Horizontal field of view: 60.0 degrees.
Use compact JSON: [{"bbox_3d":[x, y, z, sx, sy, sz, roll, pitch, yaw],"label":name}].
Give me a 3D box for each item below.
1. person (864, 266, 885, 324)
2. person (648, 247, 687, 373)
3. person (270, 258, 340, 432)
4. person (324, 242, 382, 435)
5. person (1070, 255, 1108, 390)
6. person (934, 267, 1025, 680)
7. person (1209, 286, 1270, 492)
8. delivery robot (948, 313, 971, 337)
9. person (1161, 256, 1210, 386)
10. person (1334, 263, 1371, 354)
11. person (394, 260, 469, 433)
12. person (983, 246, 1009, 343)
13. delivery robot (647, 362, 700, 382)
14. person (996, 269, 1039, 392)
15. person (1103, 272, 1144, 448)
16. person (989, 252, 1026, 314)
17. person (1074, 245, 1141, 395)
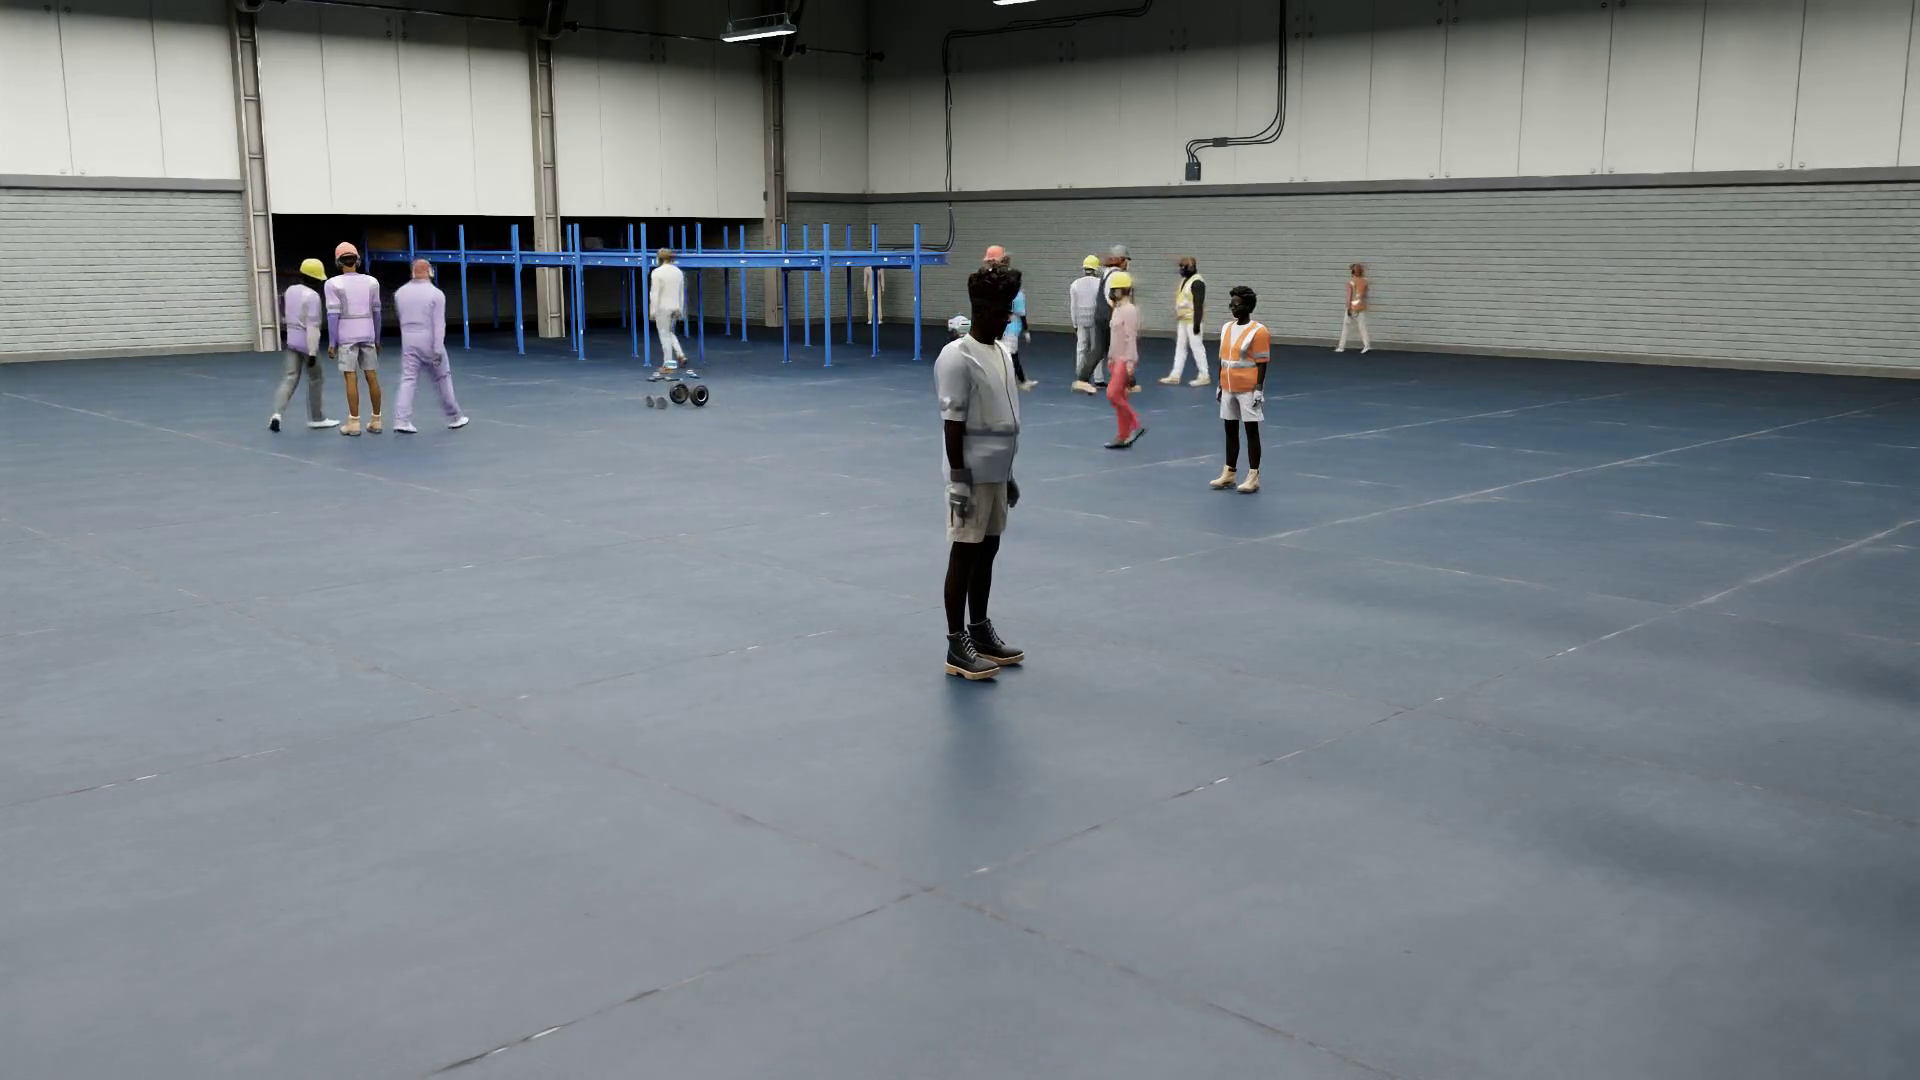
[{"bbox_3d":[-2.048,-5.970,39.691,0.508,1.632,0.264,-1,10,-4],"label":"person"},{"bbox_3d":[-4.543,-3.540,25.673,0.426,1.925,0.636,5,12,27],"label":"person"},{"bbox_3d":[-7.169,-2.111,18.027,0.665,1.866,0.802,6,12,32],"label":"person"},{"bbox_3d":[-6.478,-2.148,17.764,0.403,2.033,0.607,10,14,43],"label":"person"},{"bbox_3d":[1.817,-3.006,22.977,0.590,1.836,0.404,6,12,31],"label":"person"},{"bbox_3d":[0.111,-0.331,8.057,0.376,1.959,0.603,5,12,26],"label":"person"},{"bbox_3d":[2.330,-1.254,13.803,0.318,1.697,0.535,-8,13,-37],"label":"person"},{"bbox_3d":[0.009,-4.356,33.694,0.477,0.478,0.707,-3,11,-16],"label":"delivery robot"},{"bbox_3d":[3.229,-3.107,23.597,0.553,1.832,0.655,-2,11,-10],"label":"person"},{"bbox_3d":[7.111,-4.156,29.880,0.517,1.624,0.656,-5,12,-26],"label":"person"},{"bbox_3d":[-5.791,-2.092,17.969,0.631,1.850,0.960,3,11,13],"label":"person"},{"bbox_3d":[0.443,-3.325,24.414,0.931,1.948,0.630,5,12,27],"label":"person"},{"bbox_3d":[-3.572,-2.107,20.723,0.335,0.223,0.698,9,14,42],"label":"delivery robot"},{"bbox_3d":[0.744,-2.761,22.119,0.831,1.650,0.540,-5,12,-25],"label":"person"},{"bbox_3d":[1.576,-1.777,16.499,0.368,1.750,0.542,-2,11,-10],"label":"person"},{"bbox_3d":[0.717,-3.775,27.184,0.651,1.834,0.451,6,12,28],"label":"person"},{"bbox_3d":[1.986,-2.946,22.207,0.937,2.000,0.688,-5,11,-25],"label":"person"}]
